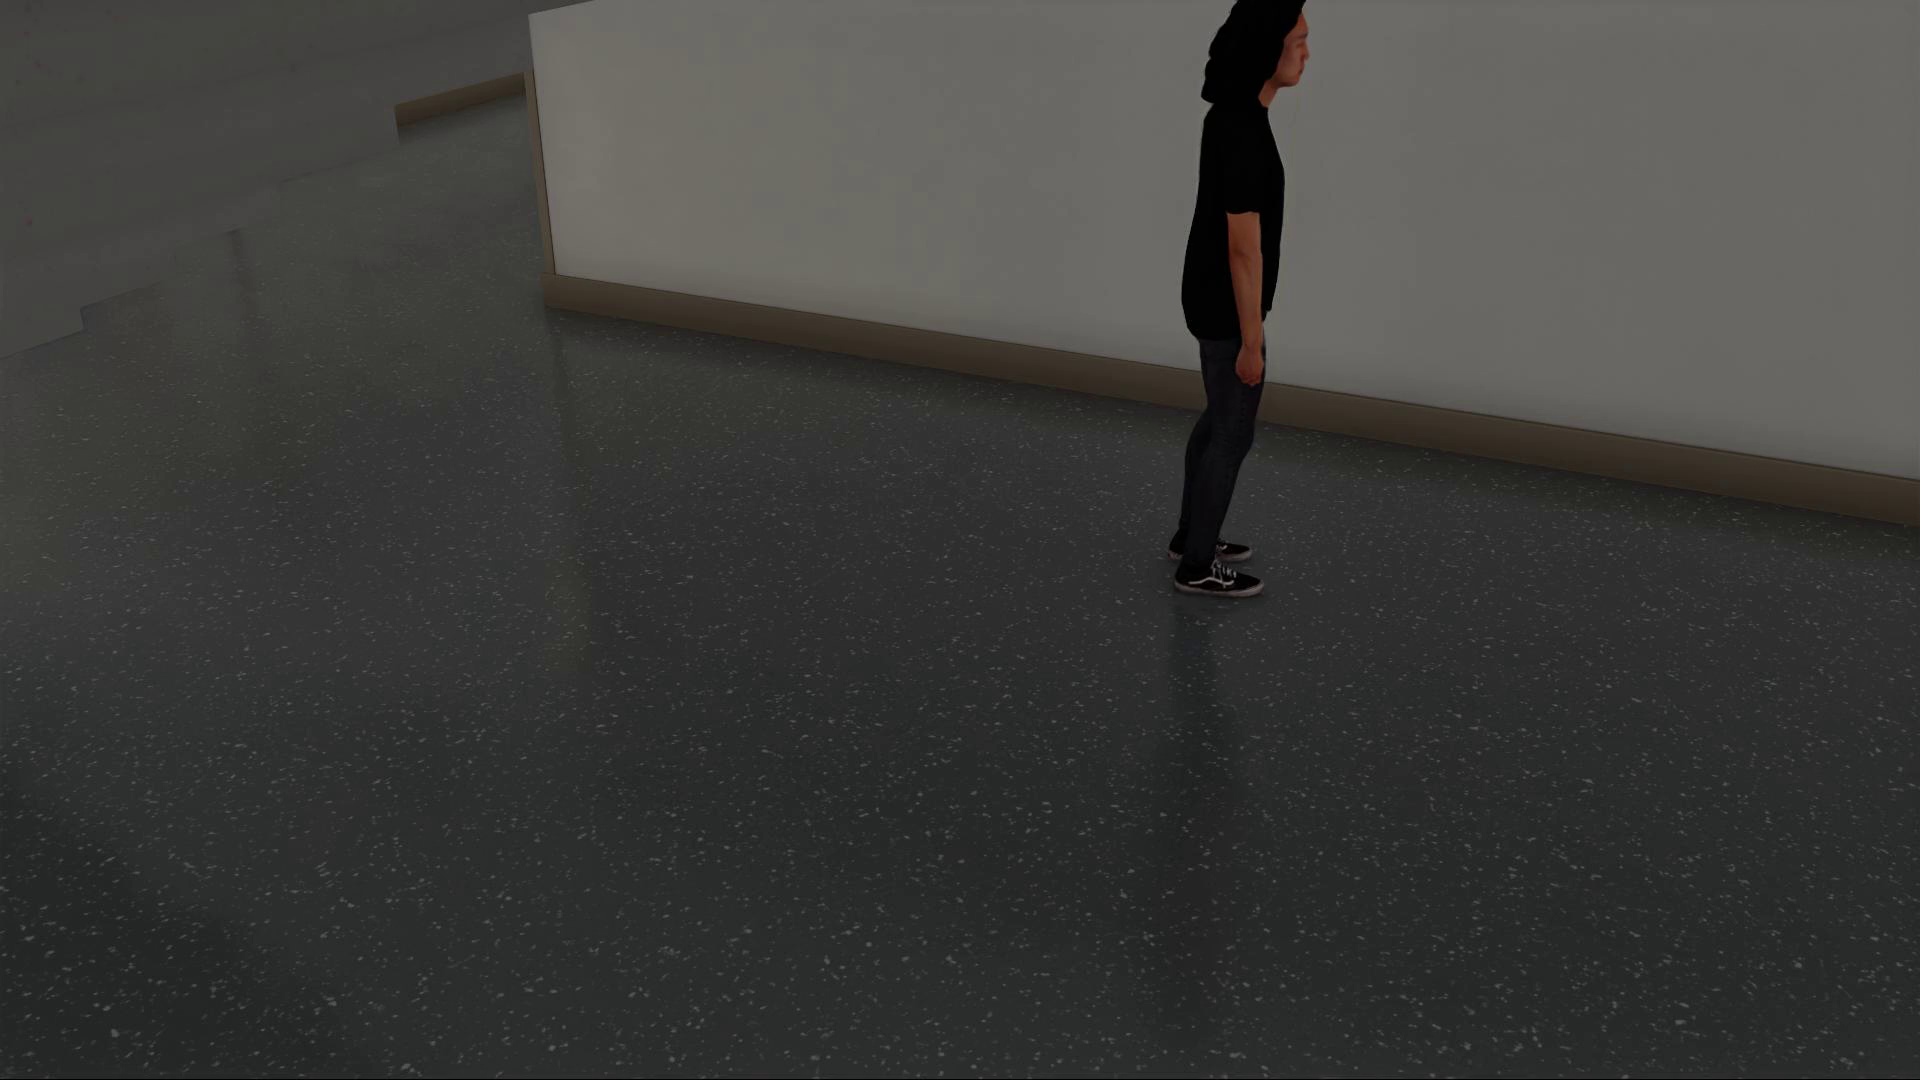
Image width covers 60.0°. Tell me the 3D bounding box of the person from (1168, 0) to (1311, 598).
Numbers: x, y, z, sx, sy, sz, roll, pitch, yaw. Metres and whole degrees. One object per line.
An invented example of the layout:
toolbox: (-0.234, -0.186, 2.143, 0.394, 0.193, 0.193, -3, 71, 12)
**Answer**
person: (0.785, -0.701, 4.924, 0.678, 1.823, 0.705, 0, 26, 0)
